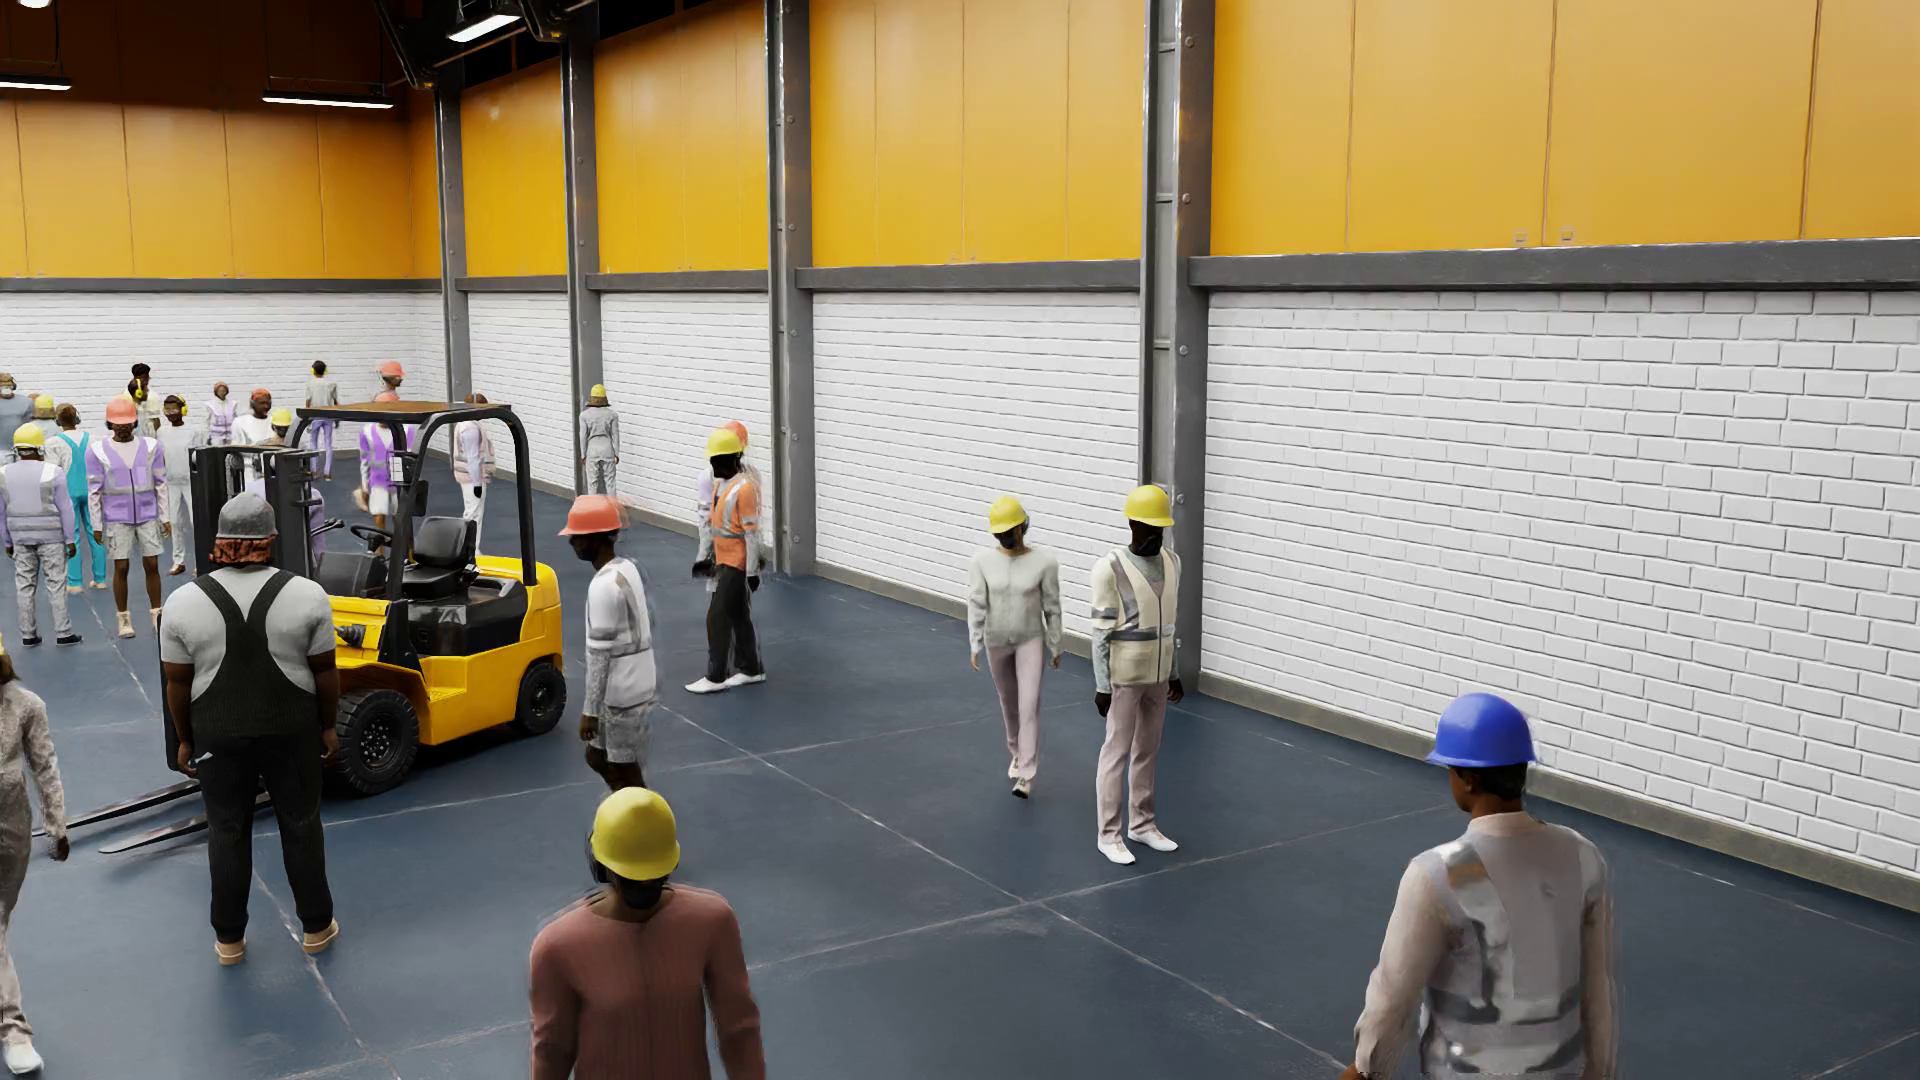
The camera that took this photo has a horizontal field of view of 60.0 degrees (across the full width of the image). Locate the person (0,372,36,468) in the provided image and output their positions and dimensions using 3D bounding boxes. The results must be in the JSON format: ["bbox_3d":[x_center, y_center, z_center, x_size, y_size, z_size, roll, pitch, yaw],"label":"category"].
[{"bbox_3d":[-11.560,-1.078,20.266,0.640,1.927,0.386,-7,11,-41],"label":"person"}]

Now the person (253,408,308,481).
[{"bbox_3d":[-6.908,-0.492,16.958,0.529,1.730,0.859,-3,9,-20],"label":"person"}]

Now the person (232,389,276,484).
[{"bbox_3d":[-7.397,-0.678,17.776,0.598,1.854,0.803,-8,11,-43],"label":"person"}]

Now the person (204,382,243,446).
[{"bbox_3d":[-10.472,-1.443,23.743,0.521,1.612,0.657,-7,11,-38],"label":"person"}]

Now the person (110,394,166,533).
[{"bbox_3d":[-9.738,-0.884,19.694,0.440,1.698,0.595,1,8,4],"label":"person"}]

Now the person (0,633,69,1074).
[{"bbox_3d":[-3.704,1.103,6.337,0.920,1.689,0.499,8,12,43],"label":"person"}]

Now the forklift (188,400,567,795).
[{"bbox_3d":[-3.529,0.258,10.348,1.214,2.155,2.313,4,9,25],"label":"forklift"}]

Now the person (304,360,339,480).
[{"bbox_3d":[-9.894,-1.856,25.771,0.532,1.840,0.781,-5,10,-29],"label":"person"}]

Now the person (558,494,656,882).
[{"bbox_3d":[-1.691,0.730,8.093,0.455,1.916,0.559,-1,8,-6],"label":"person"}]

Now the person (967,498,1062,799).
[{"bbox_3d":[0.309,0.616,9.564,0.531,1.704,0.952,2,9,10],"label":"person"}]

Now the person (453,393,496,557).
[{"bbox_3d":[-5.115,-0.632,17.557,0.429,1.837,0.633,-3,9,-20],"label":"person"}]

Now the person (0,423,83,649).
[{"bbox_3d":[-7.456,-0.027,13.473,0.588,1.837,0.404,-1,8,-5],"label":"person"}]

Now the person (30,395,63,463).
[{"bbox_3d":[-10.381,-0.789,18.956,0.489,1.728,0.495,-3,9,-20],"label":"person"}]

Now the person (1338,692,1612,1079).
[{"bbox_3d":[1.337,1.337,4.187,0.609,1.891,0.979,-5,10,-32],"label":"person"}]

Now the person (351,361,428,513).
[{"bbox_3d":[-7.422,-1.313,21.538,0.851,2.022,0.615,0,8,-2],"label":"person"}]

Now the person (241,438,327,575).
[{"bbox_3d":[-4.521,0.292,11.033,0.632,1.930,0.376,-5,10,-31],"label":"person"}]

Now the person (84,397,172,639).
[{"bbox_3d":[-6.931,-0.183,13.900,0.612,2.029,0.409,-7,11,-39],"label":"person"}]

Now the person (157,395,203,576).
[{"bbox_3d":[-7.927,-0.554,16.952,0.506,1.864,0.332,1,8,5],"label":"person"}]

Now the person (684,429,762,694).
[{"bbox_3d":[-1.758,0.153,12.025,0.716,1.901,0.608,-4,9,-23],"label":"person"}]

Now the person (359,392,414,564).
[{"bbox_3d":[-5.758,-0.540,16.781,0.547,1.877,0.992,-3,9,-17],"label":"person"}]

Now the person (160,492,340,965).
[{"bbox_3d":[-3.049,0.798,7.222,0.688,2.000,0.536,-3,9,-19],"label":"person"}]

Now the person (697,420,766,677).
[{"bbox_3d":[-1.700,0.063,12.533,0.550,1.933,0.370,-7,11,-40],"label":"person"}]

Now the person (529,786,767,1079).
[{"bbox_3d":[-0.786,1.417,4.136,0.528,1.715,0.899,-5,10,-30],"label":"person"}]

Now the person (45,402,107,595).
[{"bbox_3d":[-8.474,-0.395,15.934,0.348,1.842,0.506,6,10,35],"label":"person"}]

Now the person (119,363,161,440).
[{"bbox_3d":[-10.962,-1.394,22.300,0.599,1.959,0.375,2,9,12],"label":"person"}]

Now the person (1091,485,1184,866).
[{"bbox_3d":[0.924,0.673,8.455,0.594,1.922,0.382,-7,11,-40],"label":"person"}]

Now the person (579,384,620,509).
[{"bbox_3d":[-4.519,-1.081,20.887,0.493,1.743,0.295,-2,9,-14],"label":"person"}]
